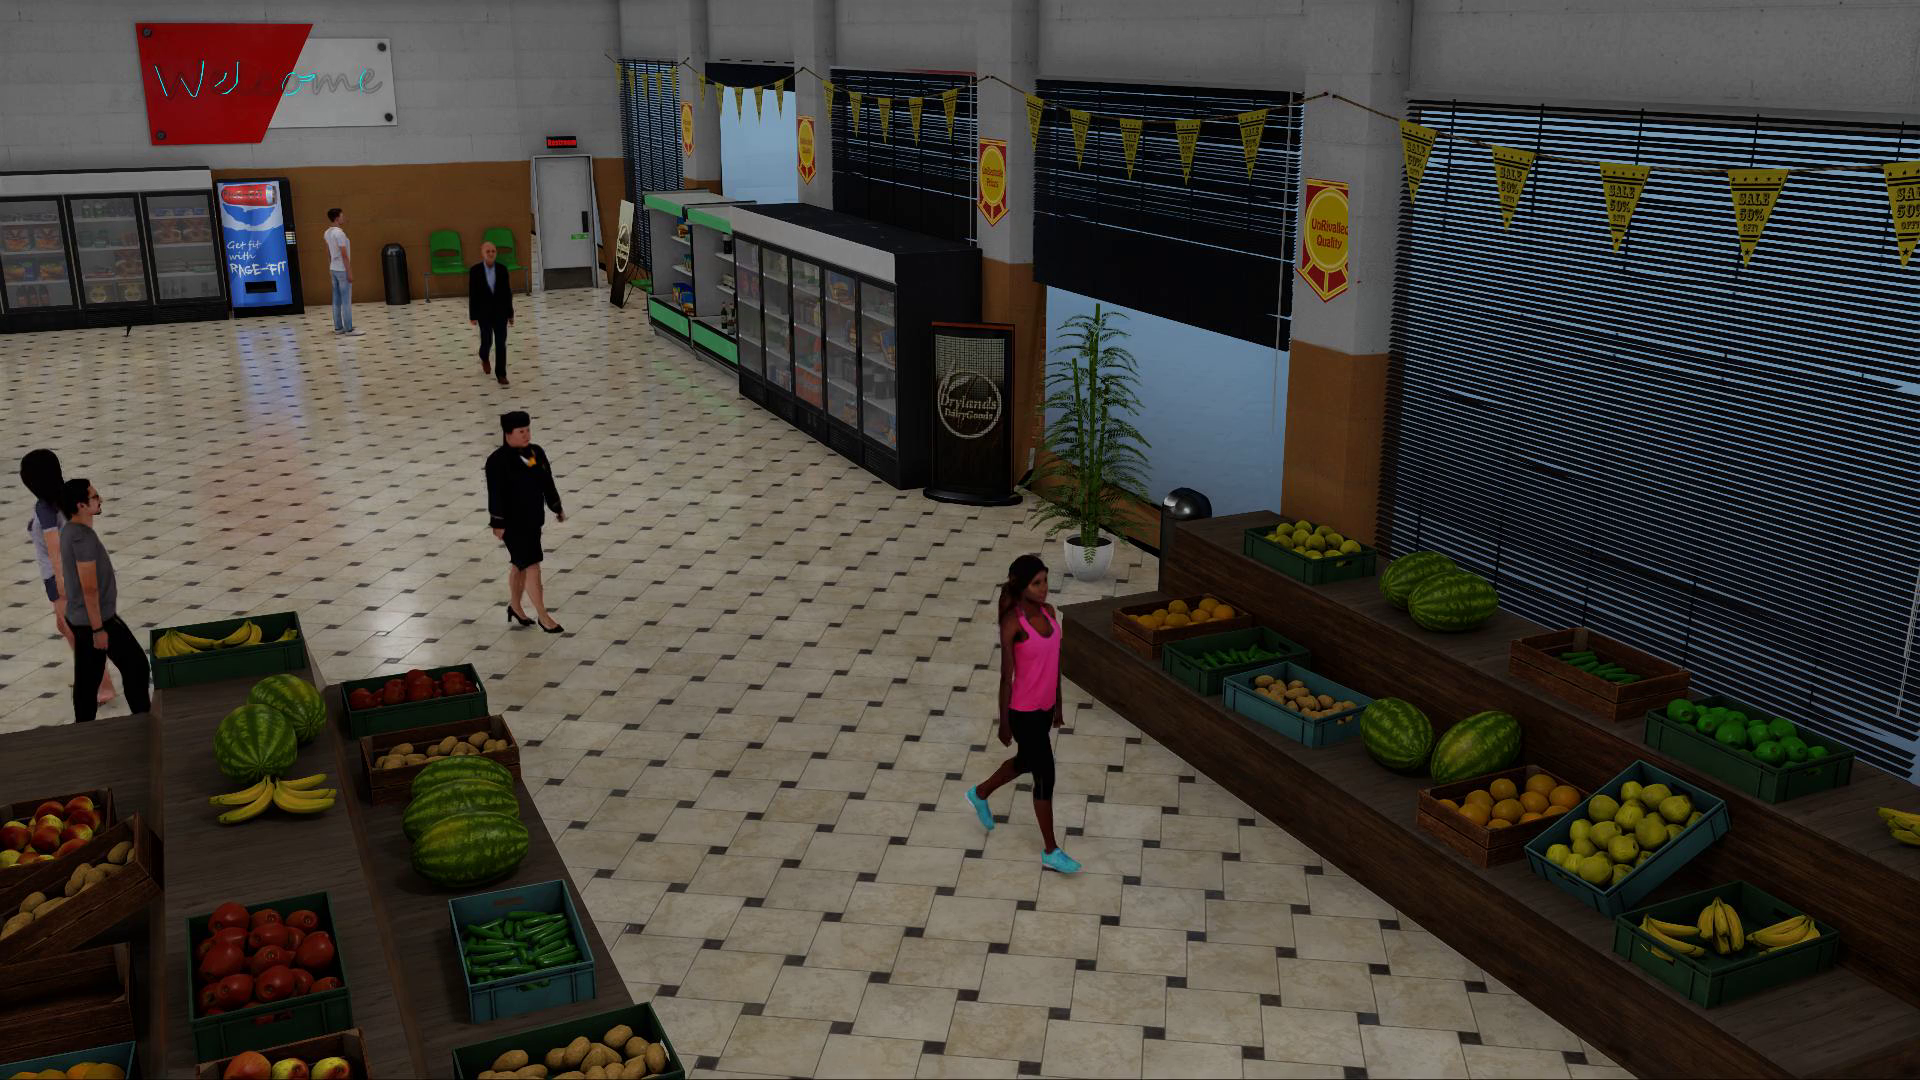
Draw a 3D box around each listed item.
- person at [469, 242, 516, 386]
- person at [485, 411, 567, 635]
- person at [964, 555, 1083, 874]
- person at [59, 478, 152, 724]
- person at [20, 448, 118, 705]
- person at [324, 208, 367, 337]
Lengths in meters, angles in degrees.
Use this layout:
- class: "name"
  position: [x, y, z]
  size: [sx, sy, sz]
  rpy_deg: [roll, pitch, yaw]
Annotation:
- class: "person"
  position: [-5.933, -2.875, 21.070]
  size: [0.693, 1.780, 0.951]
  rpy_deg: [-8, 19, -25]
- class: "person"
  position: [-3.284, -0.135, 12.264]
  size: [1.038, 1.653, 0.961]
  rpy_deg: [8, 19, 25]
- class: "person"
  position: [0.313, 0.890, 8.825]
  size: [1.156, 1.692, 0.836]
  rpy_deg: [15, 23, 41]
- class: "person"
  position: [-5.306, 0.497, 10.033]
  size: [0.840, 1.741, 0.857]
  rpy_deg: [-14, 22, -39]
- class: "person"
  position: [-5.871, 0.248, 10.973]
  size: [0.853, 1.671, 0.554]
  rpy_deg: [-9, 19, -27]
- class: "person"
  position: [-9.121, -3.943, 24.467]
  size: [0.626, 1.850, 0.782]
  rpy_deg: [15, 23, 41]
